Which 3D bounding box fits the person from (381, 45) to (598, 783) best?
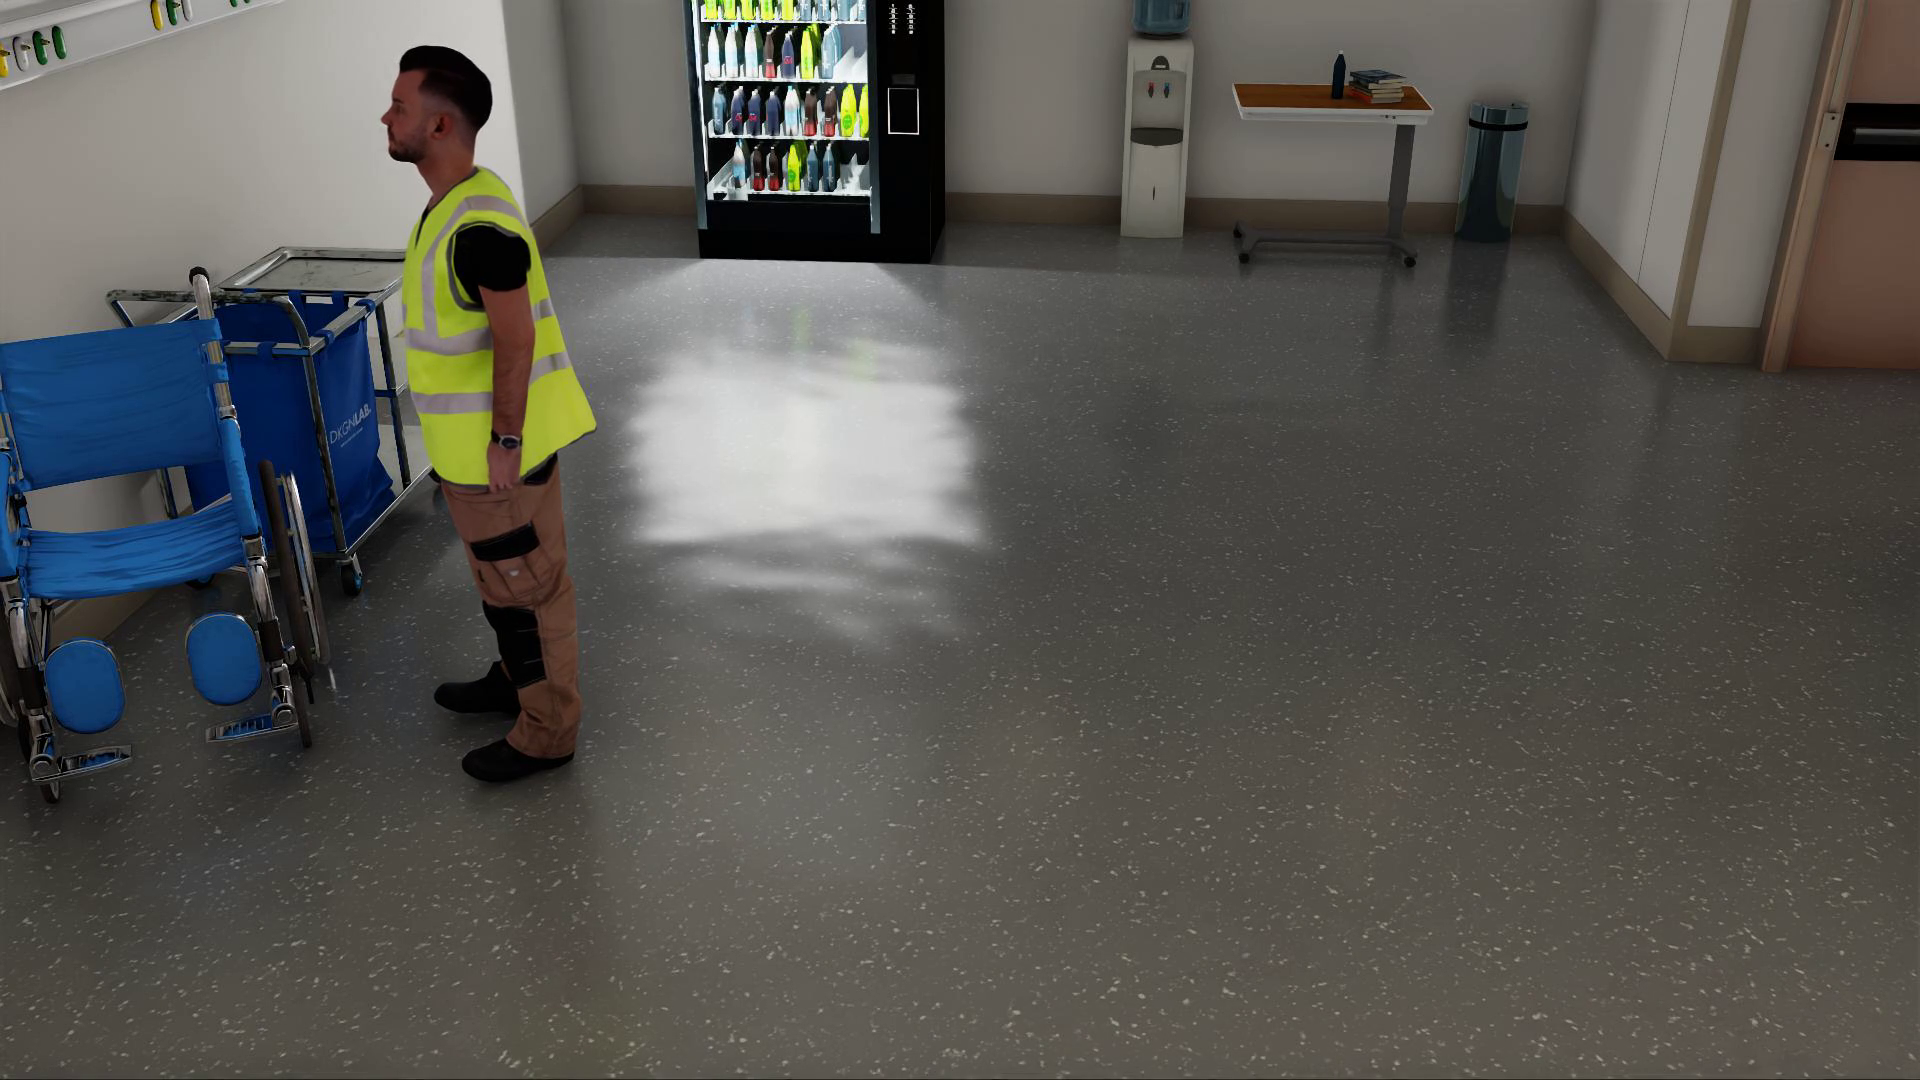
[{"bbox_3d":[-1.171,-0.288,4.132,0.866,1.846,0.828,-9,27,-18],"label":"person"}]
